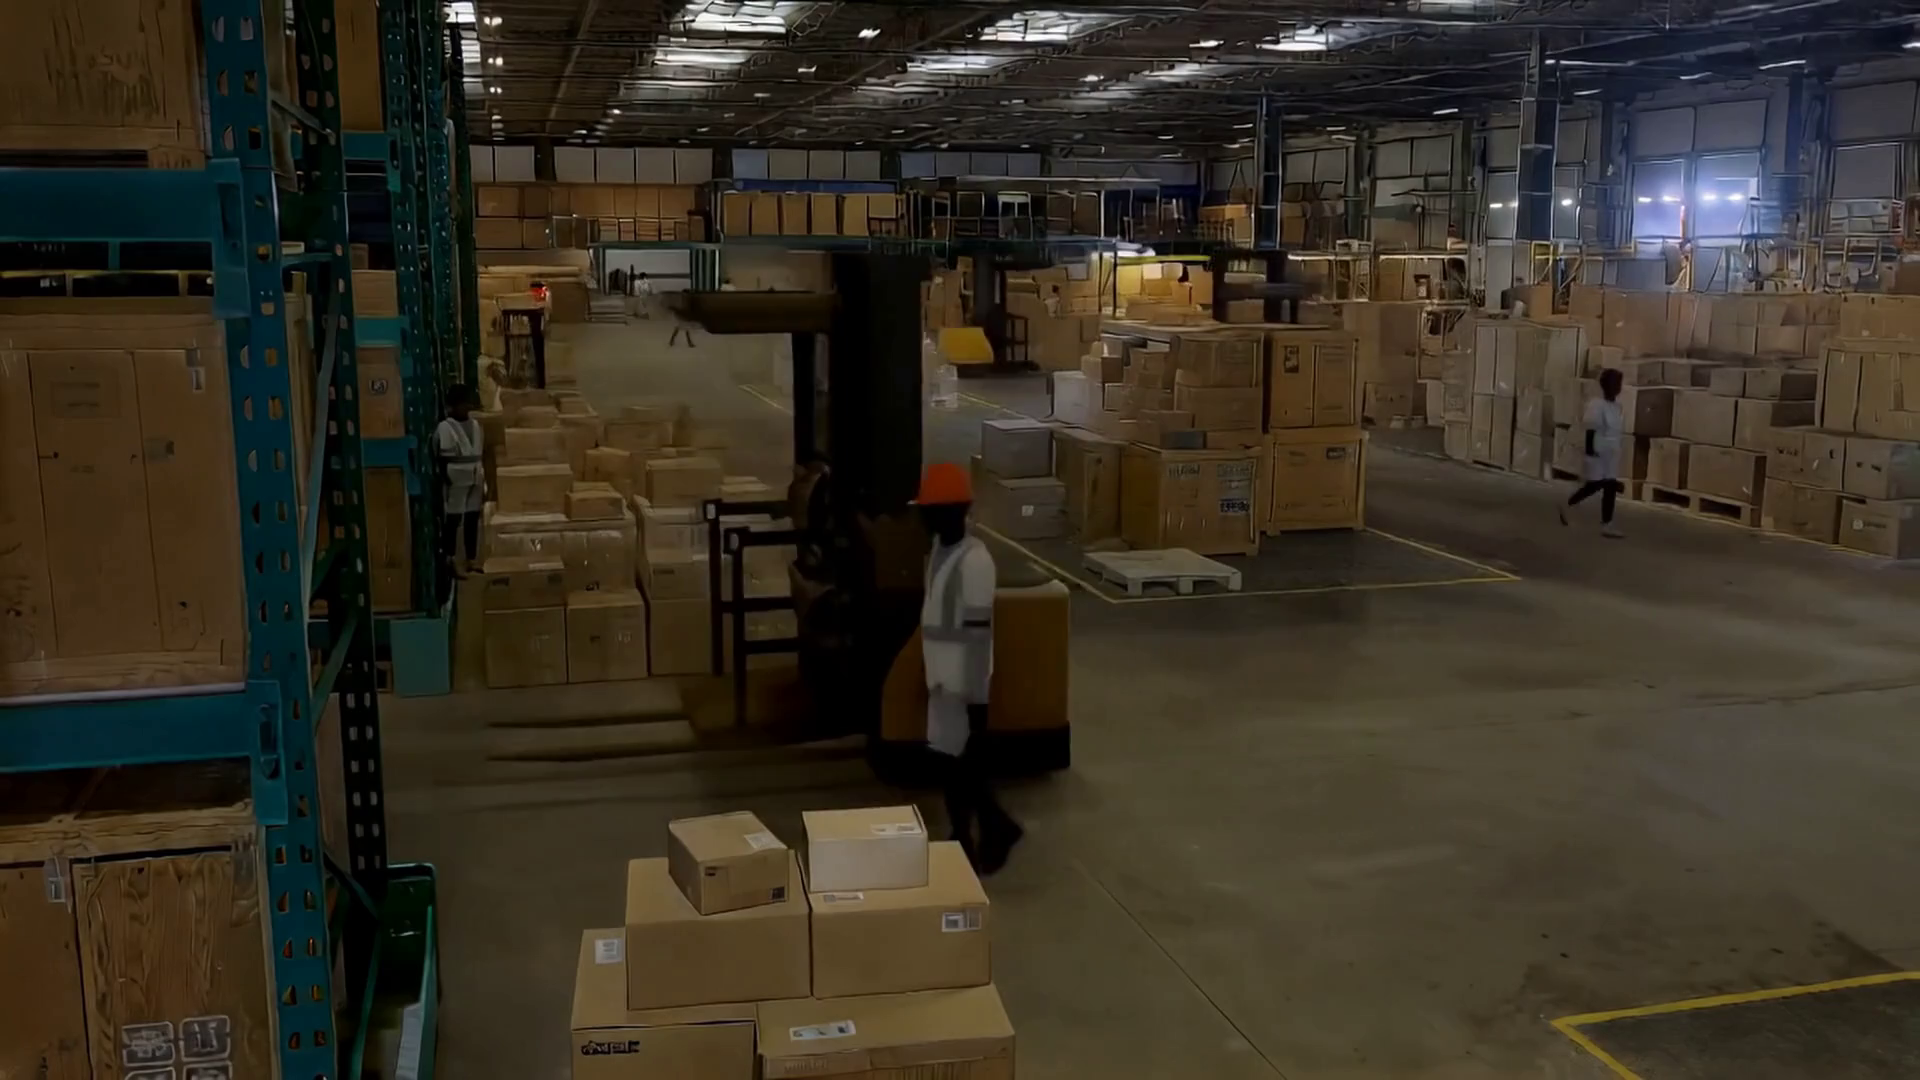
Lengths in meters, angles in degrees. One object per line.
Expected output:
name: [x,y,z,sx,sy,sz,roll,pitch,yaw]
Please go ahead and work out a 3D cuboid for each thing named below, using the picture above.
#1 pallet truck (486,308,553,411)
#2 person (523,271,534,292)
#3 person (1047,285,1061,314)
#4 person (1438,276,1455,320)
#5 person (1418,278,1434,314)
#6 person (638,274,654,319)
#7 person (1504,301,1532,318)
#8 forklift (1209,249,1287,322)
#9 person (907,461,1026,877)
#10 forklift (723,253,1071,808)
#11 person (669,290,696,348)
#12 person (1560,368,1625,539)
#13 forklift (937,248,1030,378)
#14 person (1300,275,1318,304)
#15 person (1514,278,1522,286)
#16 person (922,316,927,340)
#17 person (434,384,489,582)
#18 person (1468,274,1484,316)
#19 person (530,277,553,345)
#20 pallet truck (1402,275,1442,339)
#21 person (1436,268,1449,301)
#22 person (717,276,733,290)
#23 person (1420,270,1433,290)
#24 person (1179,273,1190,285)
pallet truck: [-6.242,-2.418,24.362,0.823,1.965,1.885,1,10,3]
person: [-20.650,-12.030,79.599,0.485,1.712,0.796,-2,10,-13]
person: [2.505,-5.832,44.096,0.331,1.860,0.535,-8,13,-39]
person: [15.812,-7.636,54.140,0.390,1.921,0.583,-9,13,-41]
person: [15.099,-7.533,53.573,0.966,1.900,0.612,8,13,37]
person: [-12.385,-9.600,65.600,0.599,1.805,0.839,-1,10,-8]
person: [10.498,-3.576,31.367,0.631,1.840,0.428,3,11,18]
forklift: [3.633,-2.310,21.254,1.129,2.768,1.873,-3,10,-15]
person: [-0.021,0.606,7.429,0.437,1.926,0.557,-4,11,-19]
forklift: [-0.420,-0.135,8.936,1.873,2.768,1.129,-3,10,-15]
person: [-7.931,-6.291,47.263,0.868,1.658,0.541,6,12,32]
person: [6.314,-0.868,16.459,0.542,1.681,0.585,-5,11,-26]
forklift: [0.489,-4.999,36.478,1.873,2.768,1.129,-3,10,-15]
person: [10.176,-6.698,48.480,0.538,2.000,0.684,1,10,7]
person: [17.343,-7.167,51.575,0.997,1.896,0.633,9,14,42]
person: [-0.963,-4.290,35.973,0.512,1.642,0.312,0,10,-3]
person: [-4.288,-0.499,14.353,0.318,1.697,0.533,6,11,29]
person: [19.471,-9.105,62.730,0.551,1.817,0.961,2,10,9]
person: [-12.254,-6.662,48.497,0.627,1.988,1.040,4,11,21]
pallet truck: [14.620,-7.324,52.145,0.823,1.965,1.885,8,13,40]
person: [22.007,-11.475,75.968,0.650,1.890,0.598,-3,10,-17]
person: [-8.063,-8.116,57.013,0.582,1.854,0.997,-1,10,-8]
person: [21.127,-11.345,75.453,0.623,1.819,0.762,-2,10,-12]
person: [8.401,-9.066,62.368,0.353,1.877,0.573,-6,12,-31]
